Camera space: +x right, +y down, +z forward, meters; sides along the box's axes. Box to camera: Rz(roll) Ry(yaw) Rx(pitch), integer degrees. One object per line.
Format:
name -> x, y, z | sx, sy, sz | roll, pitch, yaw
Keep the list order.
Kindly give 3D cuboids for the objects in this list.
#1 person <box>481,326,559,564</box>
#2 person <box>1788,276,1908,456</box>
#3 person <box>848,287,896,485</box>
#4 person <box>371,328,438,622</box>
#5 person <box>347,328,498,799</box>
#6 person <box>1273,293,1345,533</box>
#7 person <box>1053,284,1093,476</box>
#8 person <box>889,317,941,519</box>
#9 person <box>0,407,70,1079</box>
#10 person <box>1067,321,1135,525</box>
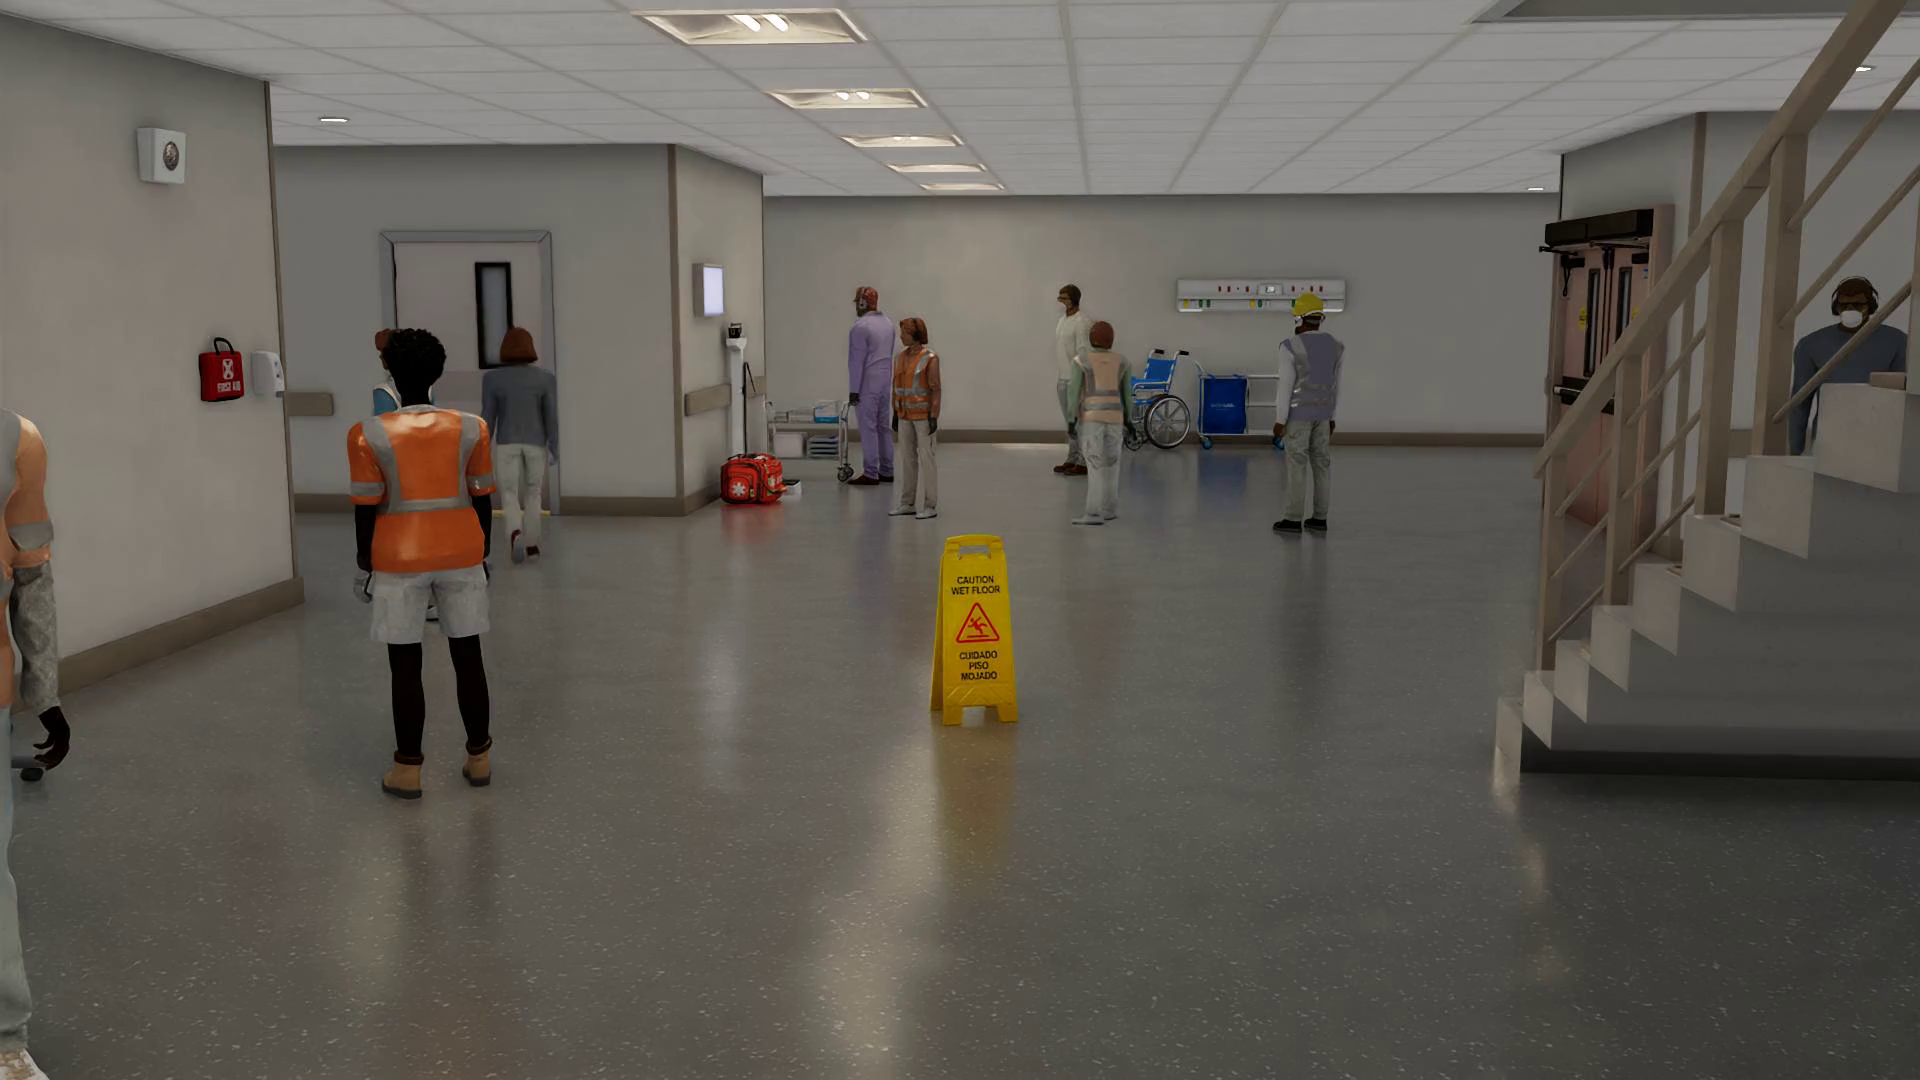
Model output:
person -> -2.981, -0.637, 11.286 | 0.513, 1.620, 0.721 | -2, 9, -16
person -> 5.118, -0.549, 9.597 | 0.640, 1.927, 0.388 | 5, 10, 31
person -> -0.878, -1.483, 16.033 | 0.399, 1.900, 0.644 | 5, 10, 29
person -> -3.018, -0.329, 9.056 | 0.307, 1.641, 0.514 | 1, 8, 9
person -> -1.938, 0.087, 6.033 | 0.531, 1.698, 0.320 | -5, 10, -33
person -> 2.647, -0.968, 12.747 | 0.590, 1.833, 0.404 | -4, 9, -28
person -> 1.145, -1.617, 16.842 | 0.372, 1.932, 0.628 | -3, 9, -18
person -> -0.362, -0.989, 13.556 | 0.523, 1.636, 0.310 | 8, 12, 44
person -> -2.257, 0.330, 3.598 | 0.585, 1.928, 0.370 | -6, 11, -37
person -> 1.128, -0.930, 13.281 | 0.558, 1.607, 0.493 | -2, 9, -16
